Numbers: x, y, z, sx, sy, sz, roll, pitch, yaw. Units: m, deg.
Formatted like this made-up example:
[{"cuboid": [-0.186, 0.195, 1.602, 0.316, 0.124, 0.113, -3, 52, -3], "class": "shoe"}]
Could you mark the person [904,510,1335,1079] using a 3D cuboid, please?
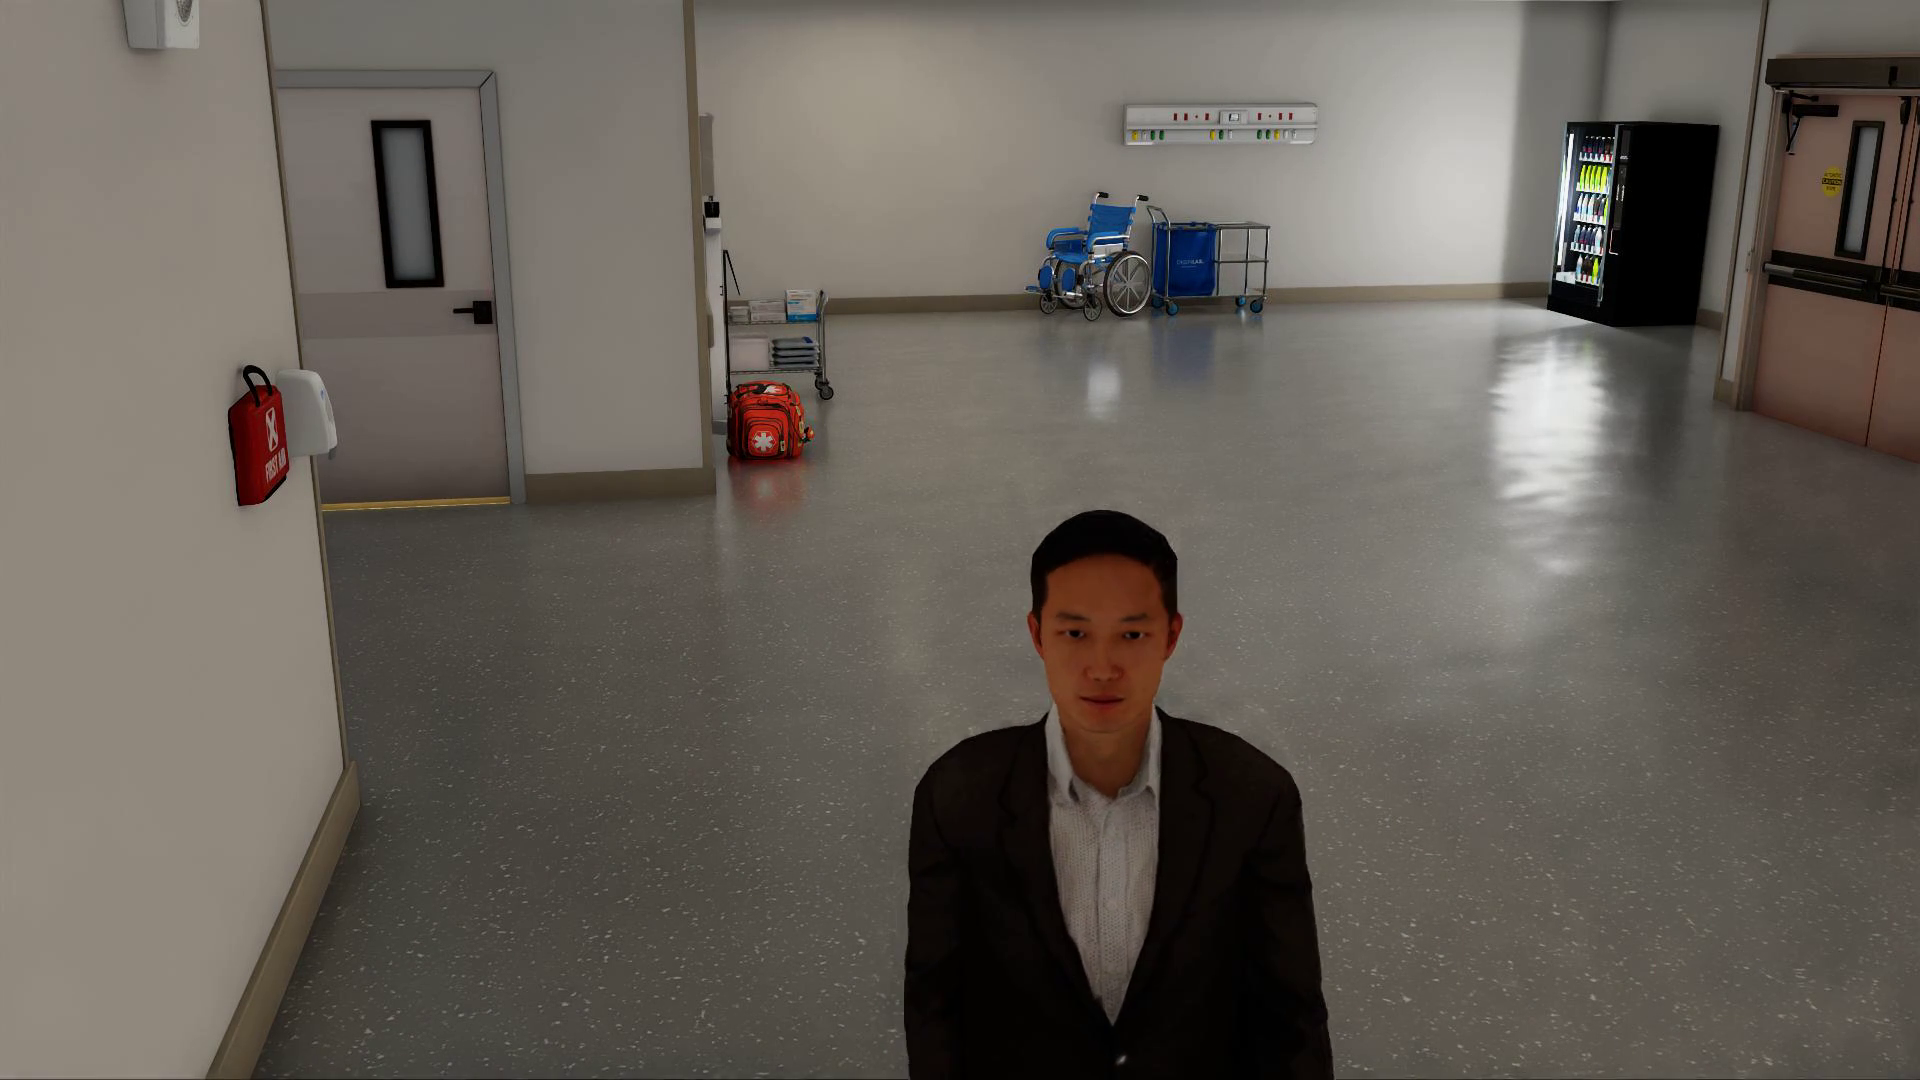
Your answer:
[{"cuboid": [0.198, 0.821, 2.313, 0.807, 1.764, 1.132, -1, 16, -2], "class": "person"}]
